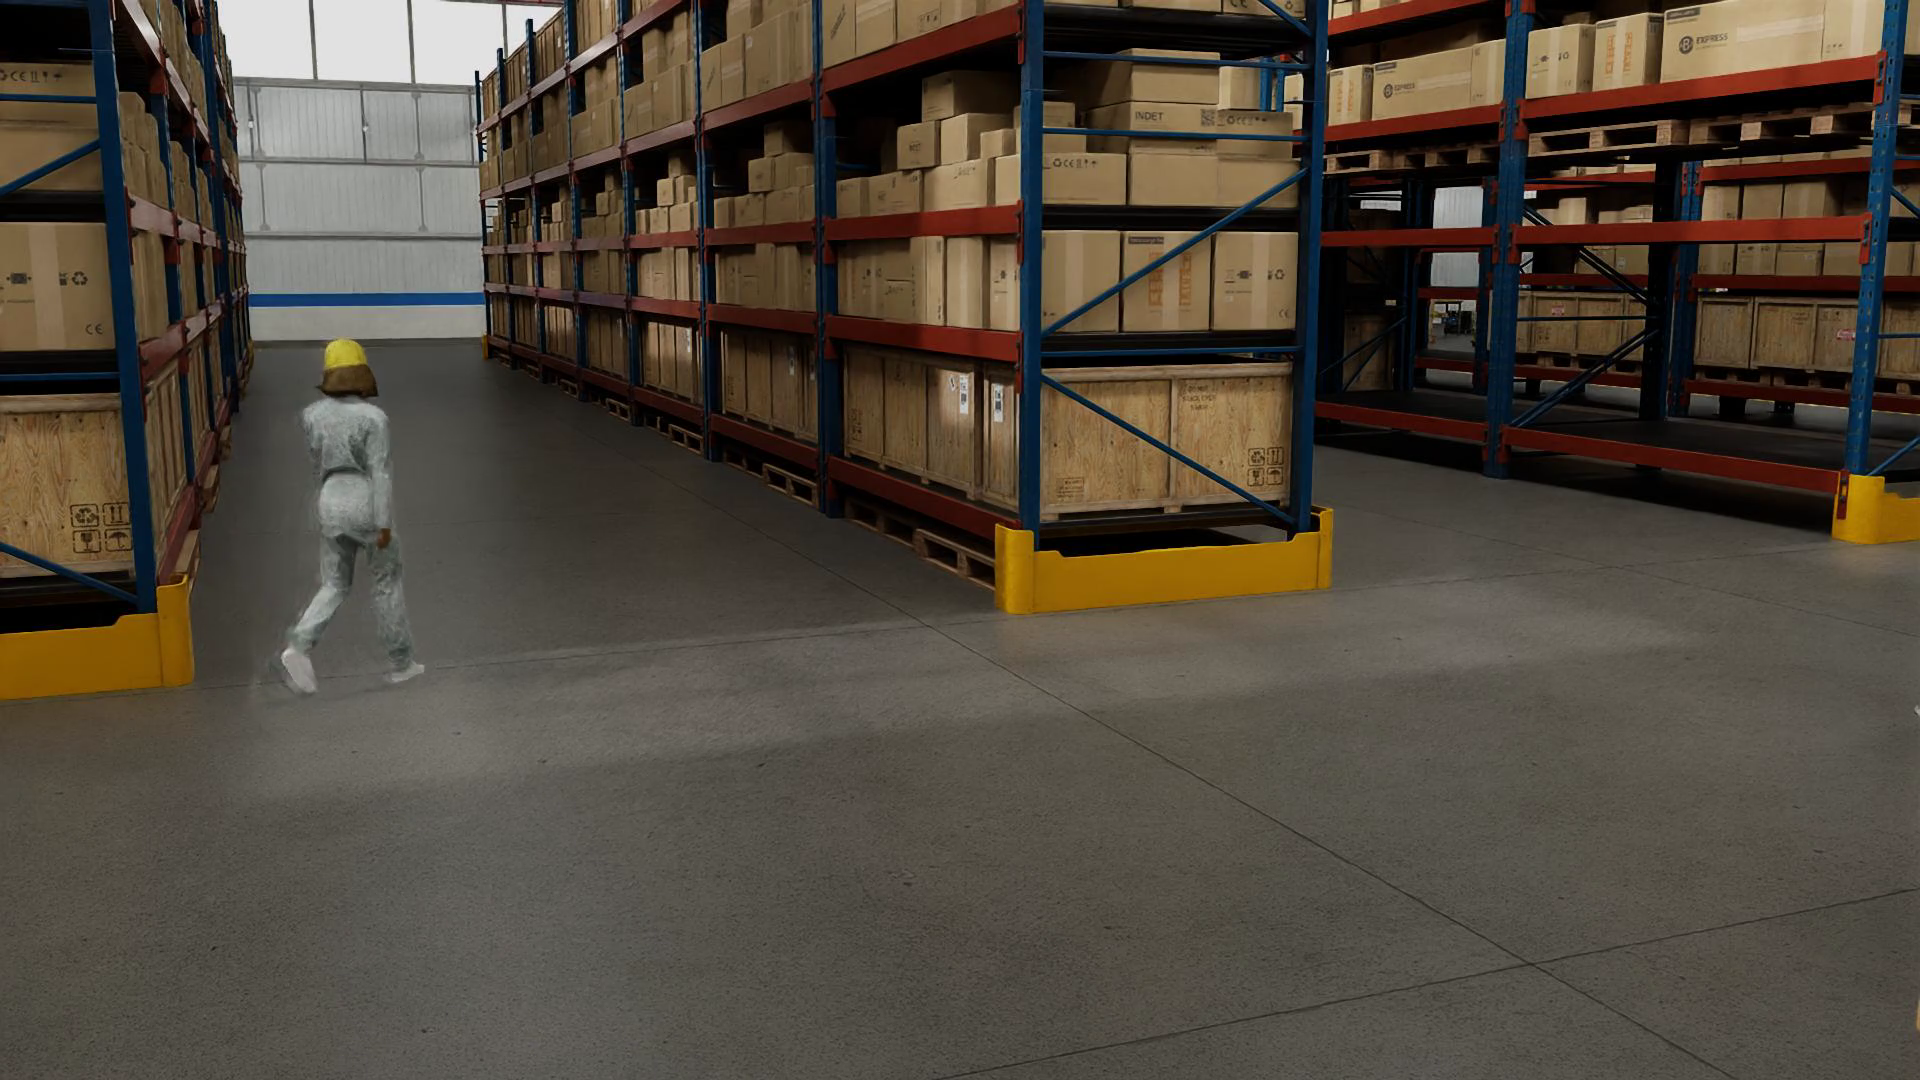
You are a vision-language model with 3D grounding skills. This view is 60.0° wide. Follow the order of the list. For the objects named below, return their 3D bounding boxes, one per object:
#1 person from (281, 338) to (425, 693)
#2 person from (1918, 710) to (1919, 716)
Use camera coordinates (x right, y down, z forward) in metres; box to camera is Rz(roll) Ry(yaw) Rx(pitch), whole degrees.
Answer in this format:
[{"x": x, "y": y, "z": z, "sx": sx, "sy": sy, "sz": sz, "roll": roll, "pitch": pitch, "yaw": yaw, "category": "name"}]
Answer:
[{"x": -2.971, "y": -0.113, "z": 8.021, "sx": 0.494, "sy": 1.713, "sz": 0.685, "roll": 2, "pitch": 10, "yaw": 11, "category": "person"}, {"x": 4.617, "y": -0.094, "z": 7.386, "sx": 0.639, "sy": 1.897, "sz": 0.397, "roll": 1, "pitch": 9, "yaw": 3, "category": "person"}]
